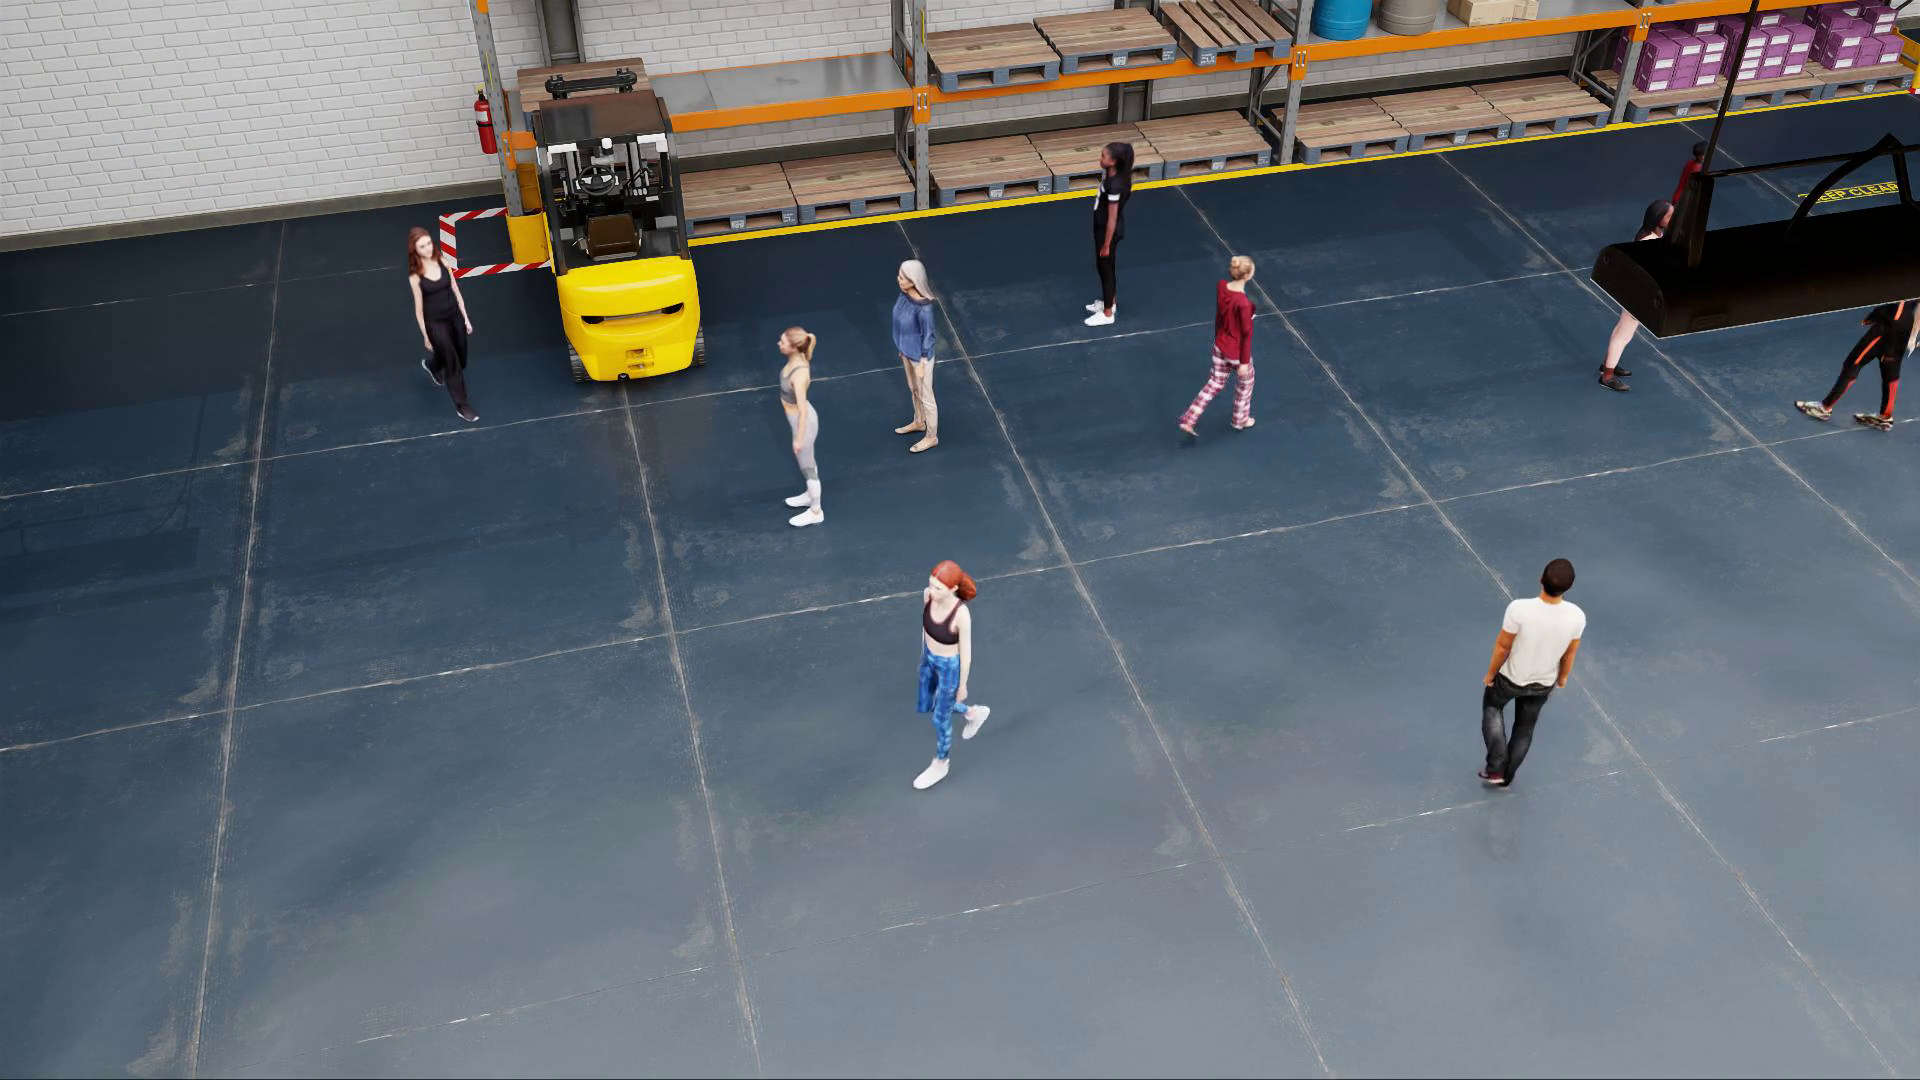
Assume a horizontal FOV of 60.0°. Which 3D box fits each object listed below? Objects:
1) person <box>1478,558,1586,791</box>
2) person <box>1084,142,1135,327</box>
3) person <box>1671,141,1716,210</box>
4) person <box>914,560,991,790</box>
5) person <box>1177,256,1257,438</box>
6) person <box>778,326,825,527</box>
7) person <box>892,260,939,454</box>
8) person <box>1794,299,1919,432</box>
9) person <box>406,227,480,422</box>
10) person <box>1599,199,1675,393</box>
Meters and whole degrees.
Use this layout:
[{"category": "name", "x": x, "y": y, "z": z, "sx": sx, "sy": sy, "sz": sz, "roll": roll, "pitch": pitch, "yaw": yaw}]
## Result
[{"category": "person", "x": 3.485, "y": 0.891, "z": 10.215, "sx": 0.752, "sy": 1.794, "sz": 0.837, "roll": 4, "pitch": 39, "yaw": 4}, {"category": "person", "x": 1.332, "y": -2.742, "z": 14.807, "sx": 0.677, "sy": 1.730, "sz": 0.683, "roll": 1, "pitch": 39, "yaw": 1}, {"category": "person", "x": 6.822, "y": -3.206, "z": 15.775, "sx": 0.631, "sy": 1.246, "sz": 0.593, "roll": 2, "pitch": 39, "yaw": 2}, {"category": "person", "x": -0.038, "y": 0.787, "z": 10.360, "sx": 0.963, "sy": 1.775, "sz": 0.785, "roll": -26, "pitch": 46, "yaw": -29}, {"category": "person", "x": 2.121, "y": -1.518, "z": 13.324, "sx": 1.048, "sy": 1.668, "sz": 0.789, "roll": -20, "pitch": 43, "yaw": -23}, {"category": "person", "x": -1.179, "y": -0.864, "z": 12.477, "sx": 0.563, "sy": 1.702, "sz": 0.580, "roll": -5, "pitch": 39, "yaw": -6}, {"category": "person", "x": -0.337, "y": -1.485, "z": 13.266, "sx": 0.621, "sy": 1.698, "sz": 0.655, "roll": -17, "pitch": 42, "yaw": -20}, {"category": "person", "x": 7.594, "y": -1.649, "z": 13.400, "sx": 1.051, "sy": 1.778, "sz": 1.034, "roll": 26, "pitch": 46, "yaw": 29}, {"category": "person", "x": -4.296, "y": -1.808, "z": 13.637, "sx": 0.997, "sy": 1.729, "sz": 0.983, "roll": 25, "pitch": 45, "yaw": 28}, {"category": "person", "x": 5.685, "y": -2.068, "z": 13.970, "sx": 0.737, "sy": 1.721, "sz": 0.704, "roll": 15, "pitch": 41, "yaw": 18}]
